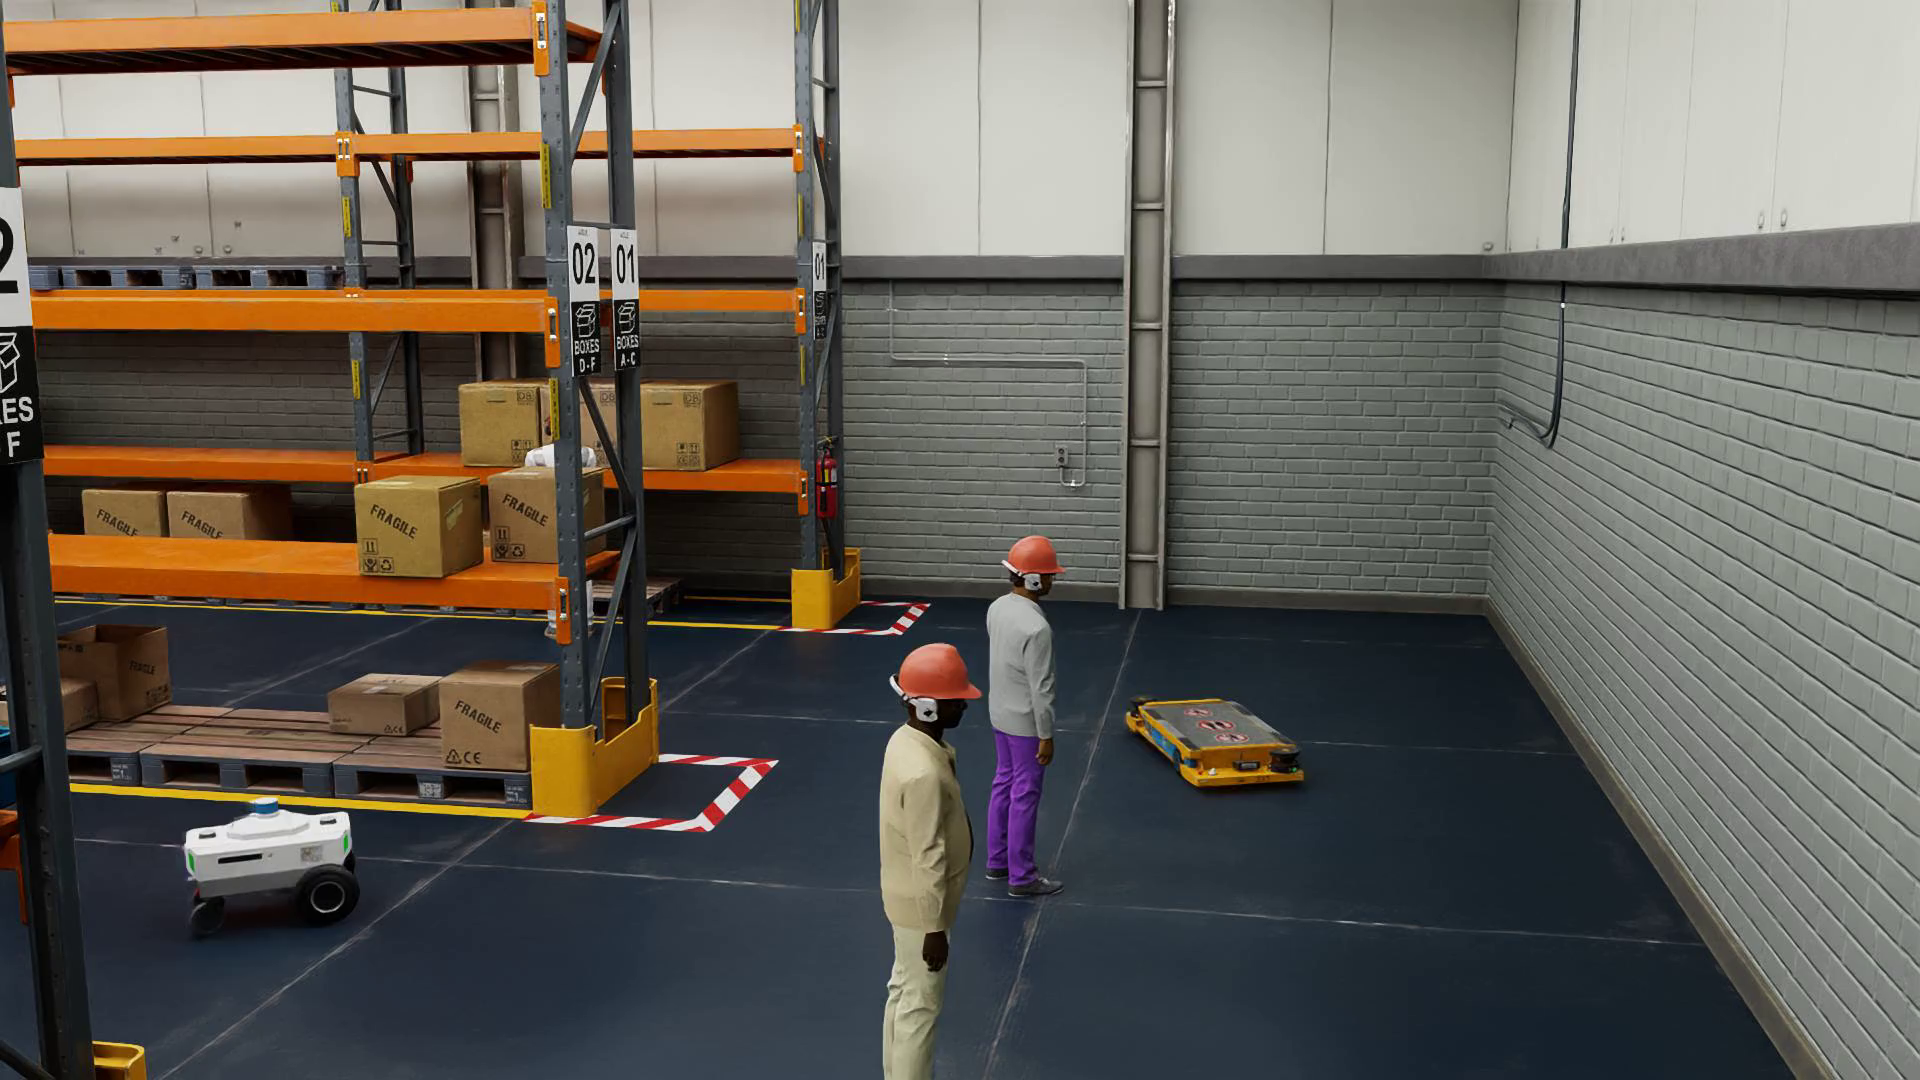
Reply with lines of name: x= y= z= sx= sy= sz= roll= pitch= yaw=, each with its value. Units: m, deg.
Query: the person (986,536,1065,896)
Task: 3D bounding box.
person: x=0.325 y=0.841 z=7.994 sx=0.342 sy=1.745 sz=0.569 roll=-3 pitch=10 yaw=-21

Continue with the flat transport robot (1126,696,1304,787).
flat transport robot: x=1.541 y=1.211 z=10.246 sx=0.652 sy=0.197 sz=1.431 roll=-2 pitch=9 yaw=-11

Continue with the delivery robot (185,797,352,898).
delivery robot: x=-3.195 y=1.434 z=7.696 sx=0.707 sy=0.478 sz=0.477 roll=-4 pitch=10 yaw=-22

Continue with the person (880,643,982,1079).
person: x=-0.099 y=1.209 z=5.672 sx=0.342 sy=1.750 sz=0.568 roll=-1 pitch=9 yaw=-8

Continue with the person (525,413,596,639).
person: x=-3.237 y=-0.128 z=13.572 sx=0.575 sy=1.883 sz=0.362 roll=-3 pitch=10 yaw=-20
